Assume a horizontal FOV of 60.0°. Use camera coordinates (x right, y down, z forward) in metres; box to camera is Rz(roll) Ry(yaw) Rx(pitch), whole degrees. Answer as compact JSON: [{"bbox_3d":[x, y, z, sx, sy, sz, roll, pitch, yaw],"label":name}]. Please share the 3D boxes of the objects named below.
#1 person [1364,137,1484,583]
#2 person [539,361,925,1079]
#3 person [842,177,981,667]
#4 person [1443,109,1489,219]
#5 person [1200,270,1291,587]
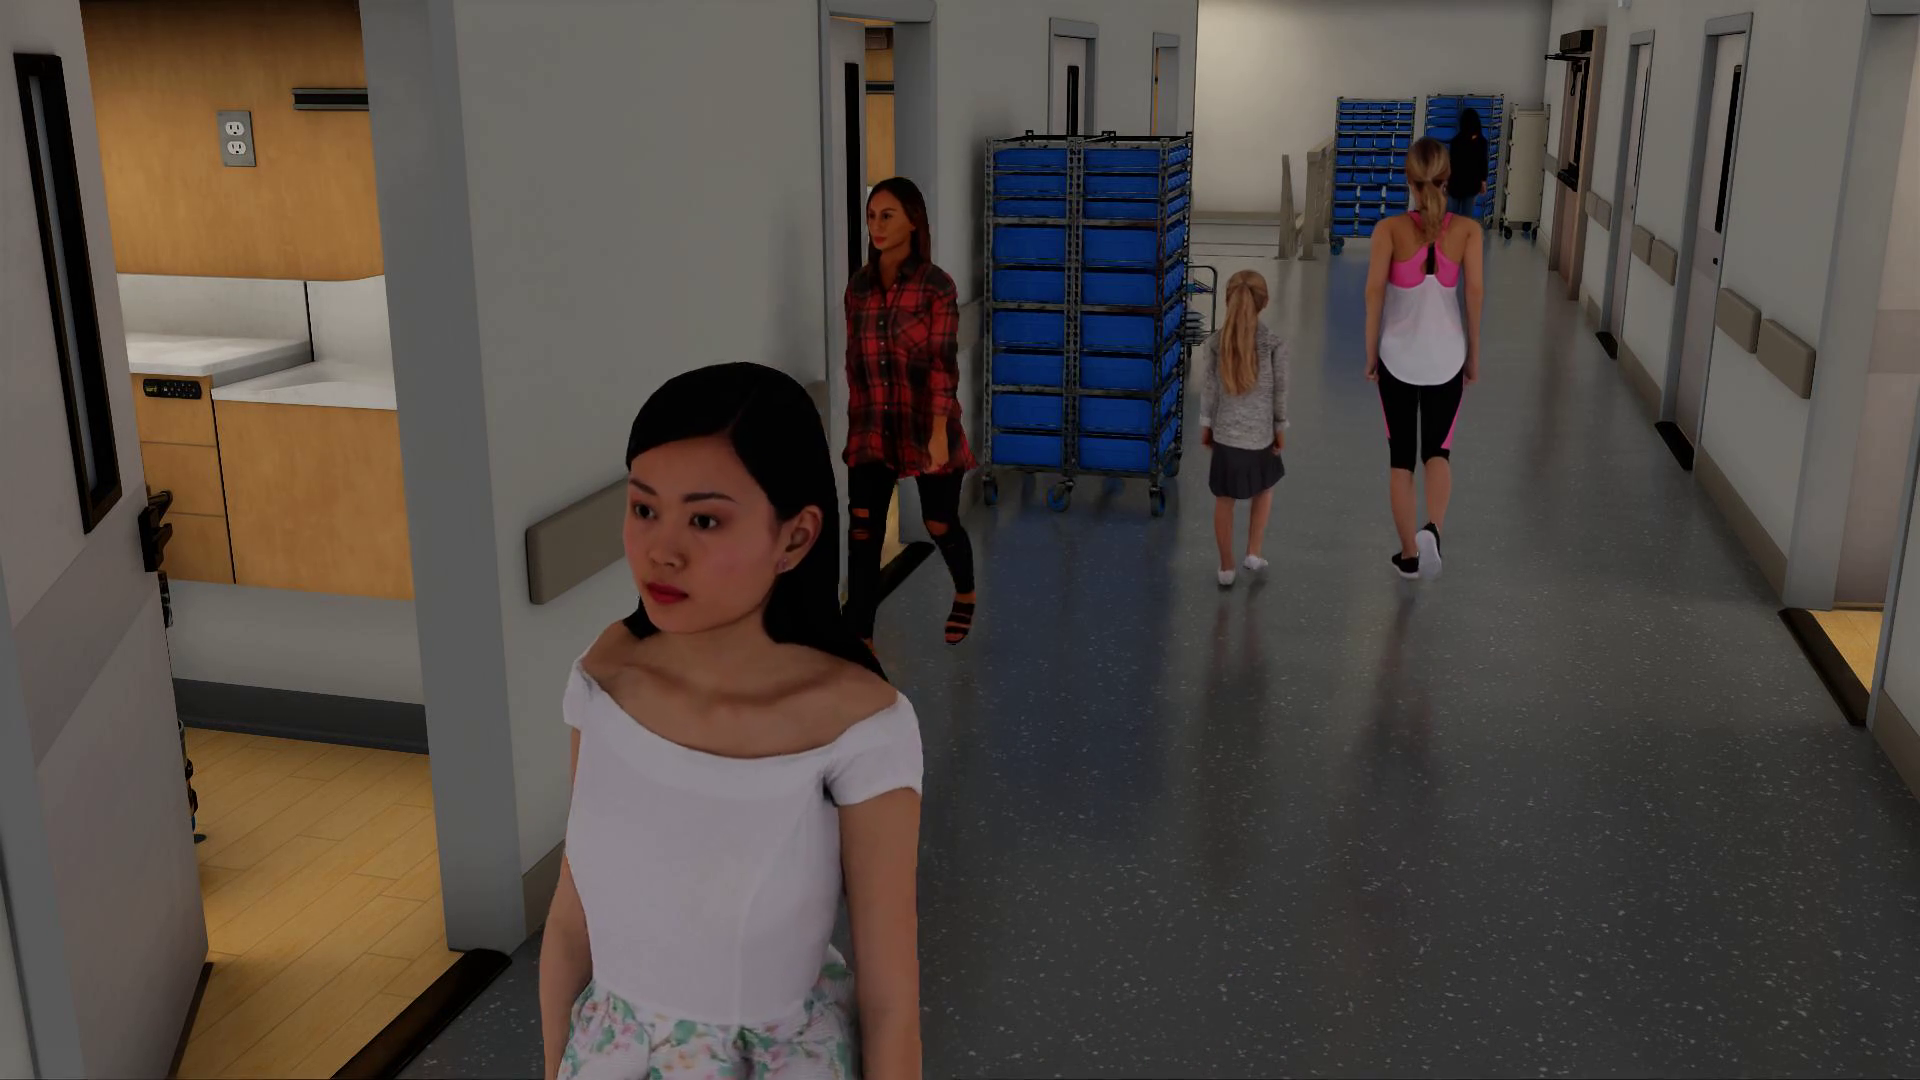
[{"bbox_3d":[1.806,-0.650,6.510,0.671,1.769,0.968,2,16,8],"label":"person"},{"bbox_3d":[-0.212,0.678,1.837,0.778,1.749,1.075,8,18,27],"label":"person"},{"bbox_3d":[-0.132,-0.348,5.617,0.751,1.672,1.121,8,17,25],"label":"person"},{"bbox_3d":[5.552,-3.901,18.306,0.624,1.626,0.595,5,17,18],"label":"person"},{"bbox_3d":[1.129,-0.431,6.648,0.512,1.266,0.540,4,16,15],"label":"person"}]
